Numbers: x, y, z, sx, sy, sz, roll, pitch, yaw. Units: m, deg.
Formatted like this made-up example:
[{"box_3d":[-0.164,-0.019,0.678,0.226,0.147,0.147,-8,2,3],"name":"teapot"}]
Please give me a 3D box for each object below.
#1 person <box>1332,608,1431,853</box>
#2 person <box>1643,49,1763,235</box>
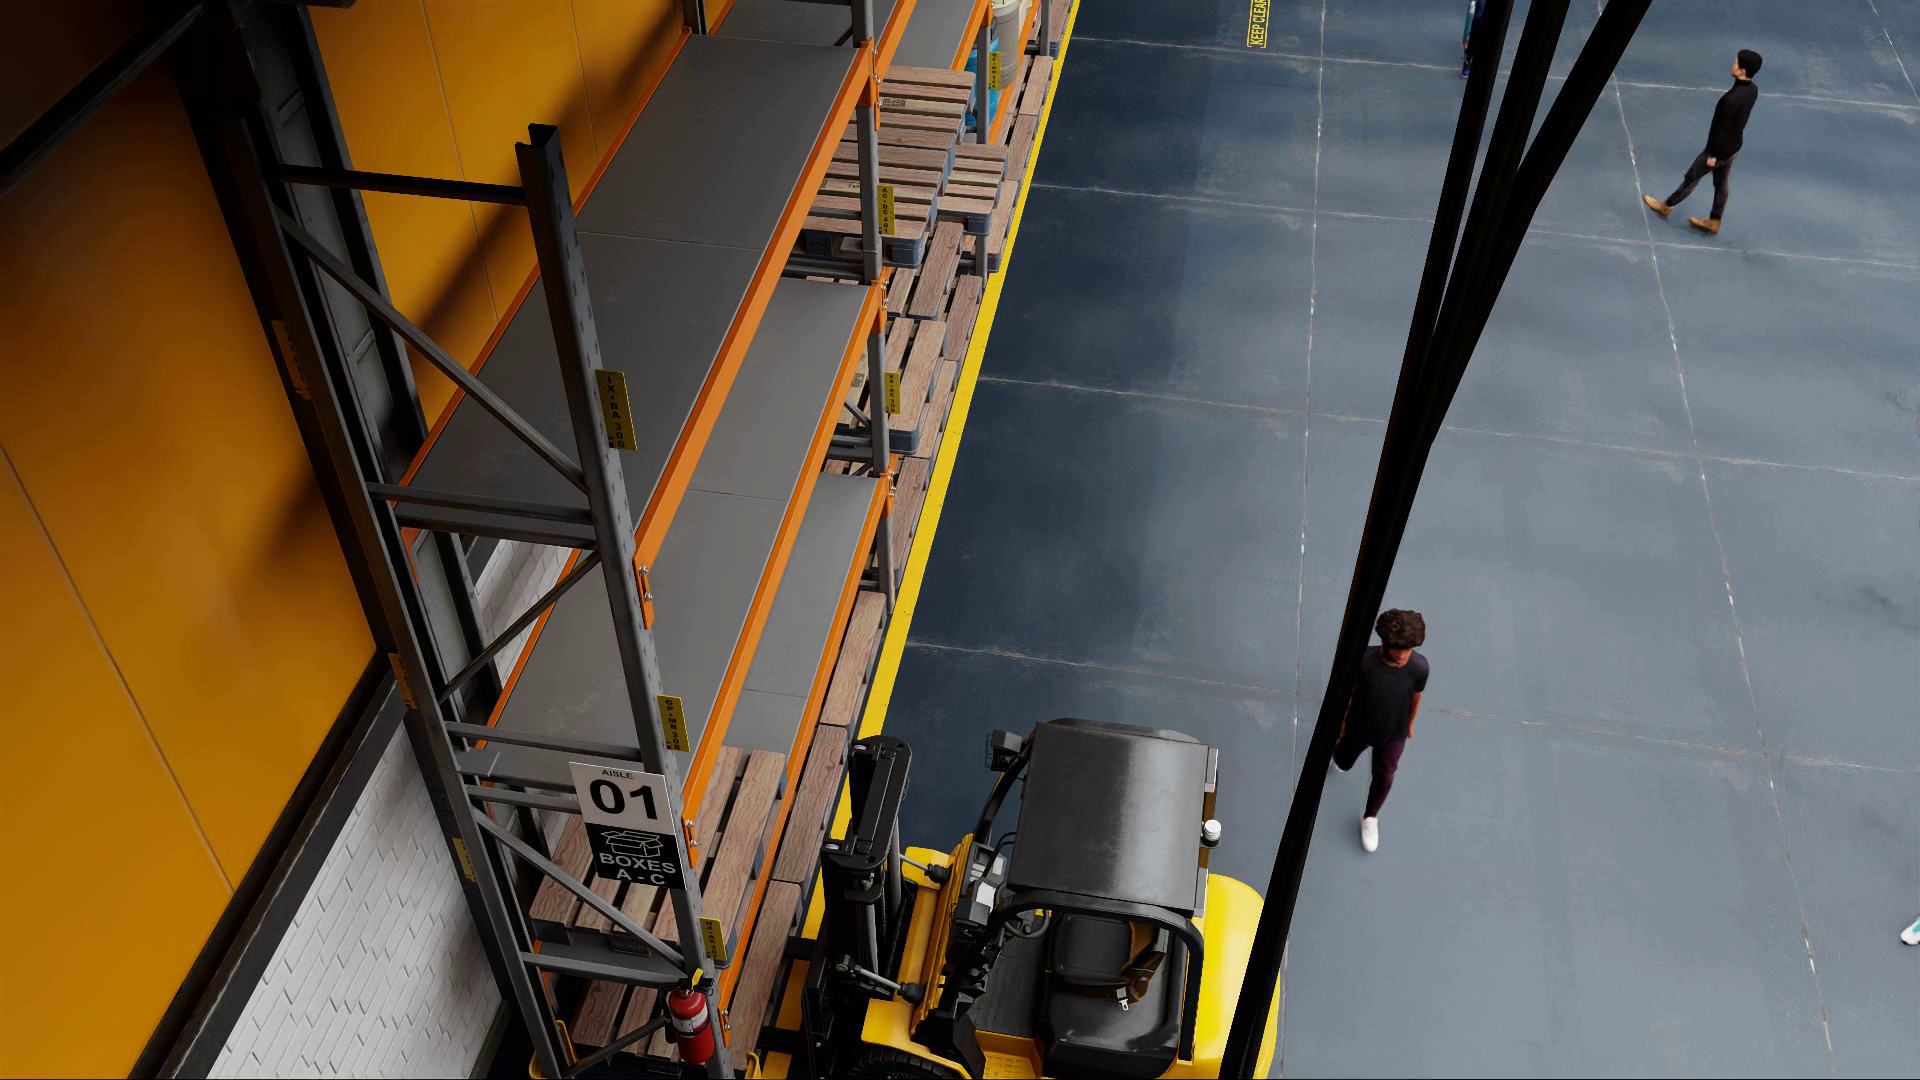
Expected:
[{"box_3d":[2.466,1.010,9.875,0.673,1.761,1.030,4,44,4],"name":"person"},{"box_3d":[6.758,-3.450,14.598,1.019,1.703,1.045,-32,52,-29],"name":"person"}]
